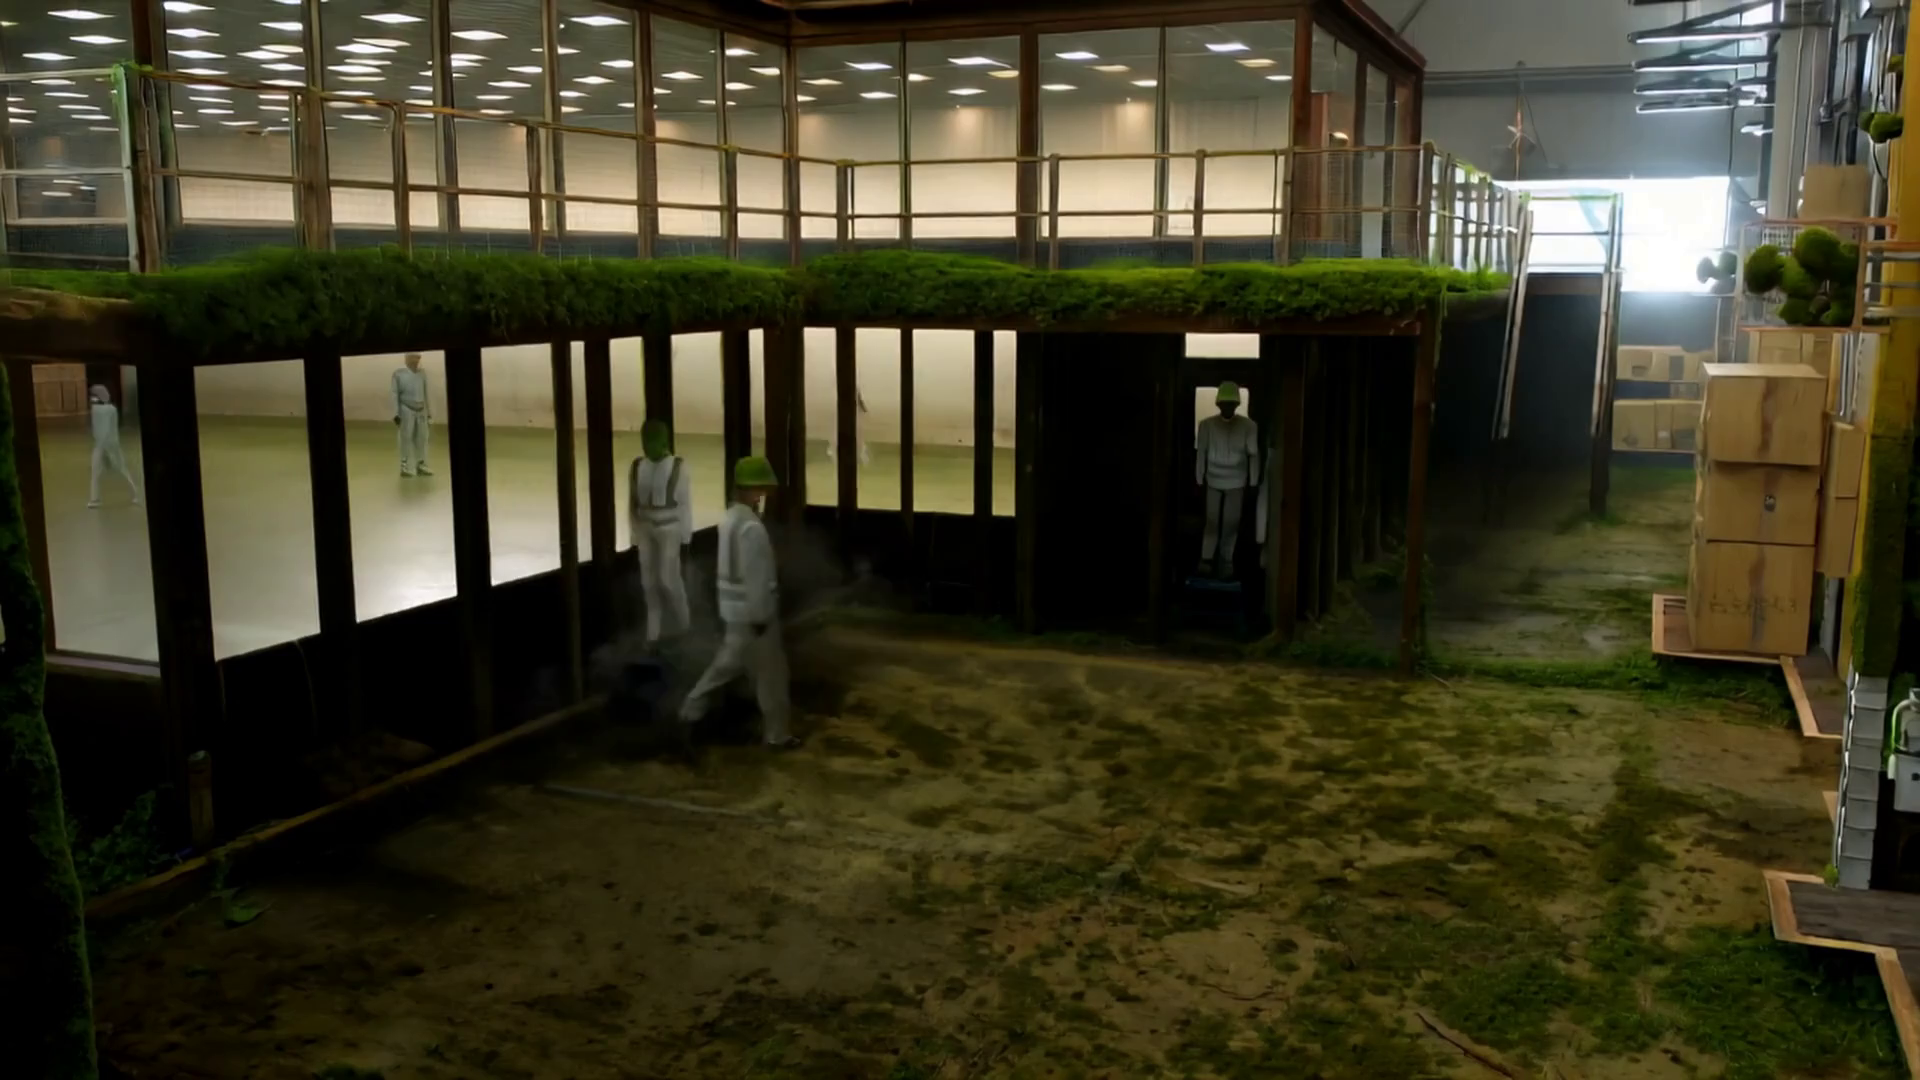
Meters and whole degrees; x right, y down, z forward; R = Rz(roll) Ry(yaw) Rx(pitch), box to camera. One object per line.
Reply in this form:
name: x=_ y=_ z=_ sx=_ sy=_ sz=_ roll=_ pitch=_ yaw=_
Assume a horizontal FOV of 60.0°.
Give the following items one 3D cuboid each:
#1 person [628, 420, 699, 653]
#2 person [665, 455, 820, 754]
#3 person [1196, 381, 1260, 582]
person: x=-2.391 y=-0.043 z=13.425 sx=0.598 sy=1.873 sz=0.645 roll=3 pitch=10 yaw=17
person: x=-1.388 y=0.417 z=10.465 sx=0.933 sy=1.919 sz=0.598 roll=-5 pitch=10 yaw=-27
person: x=2.619 y=-0.568 z=16.334 sx=0.623 sy=1.986 sz=0.409 roll=3 pitch=10 yaw=20
